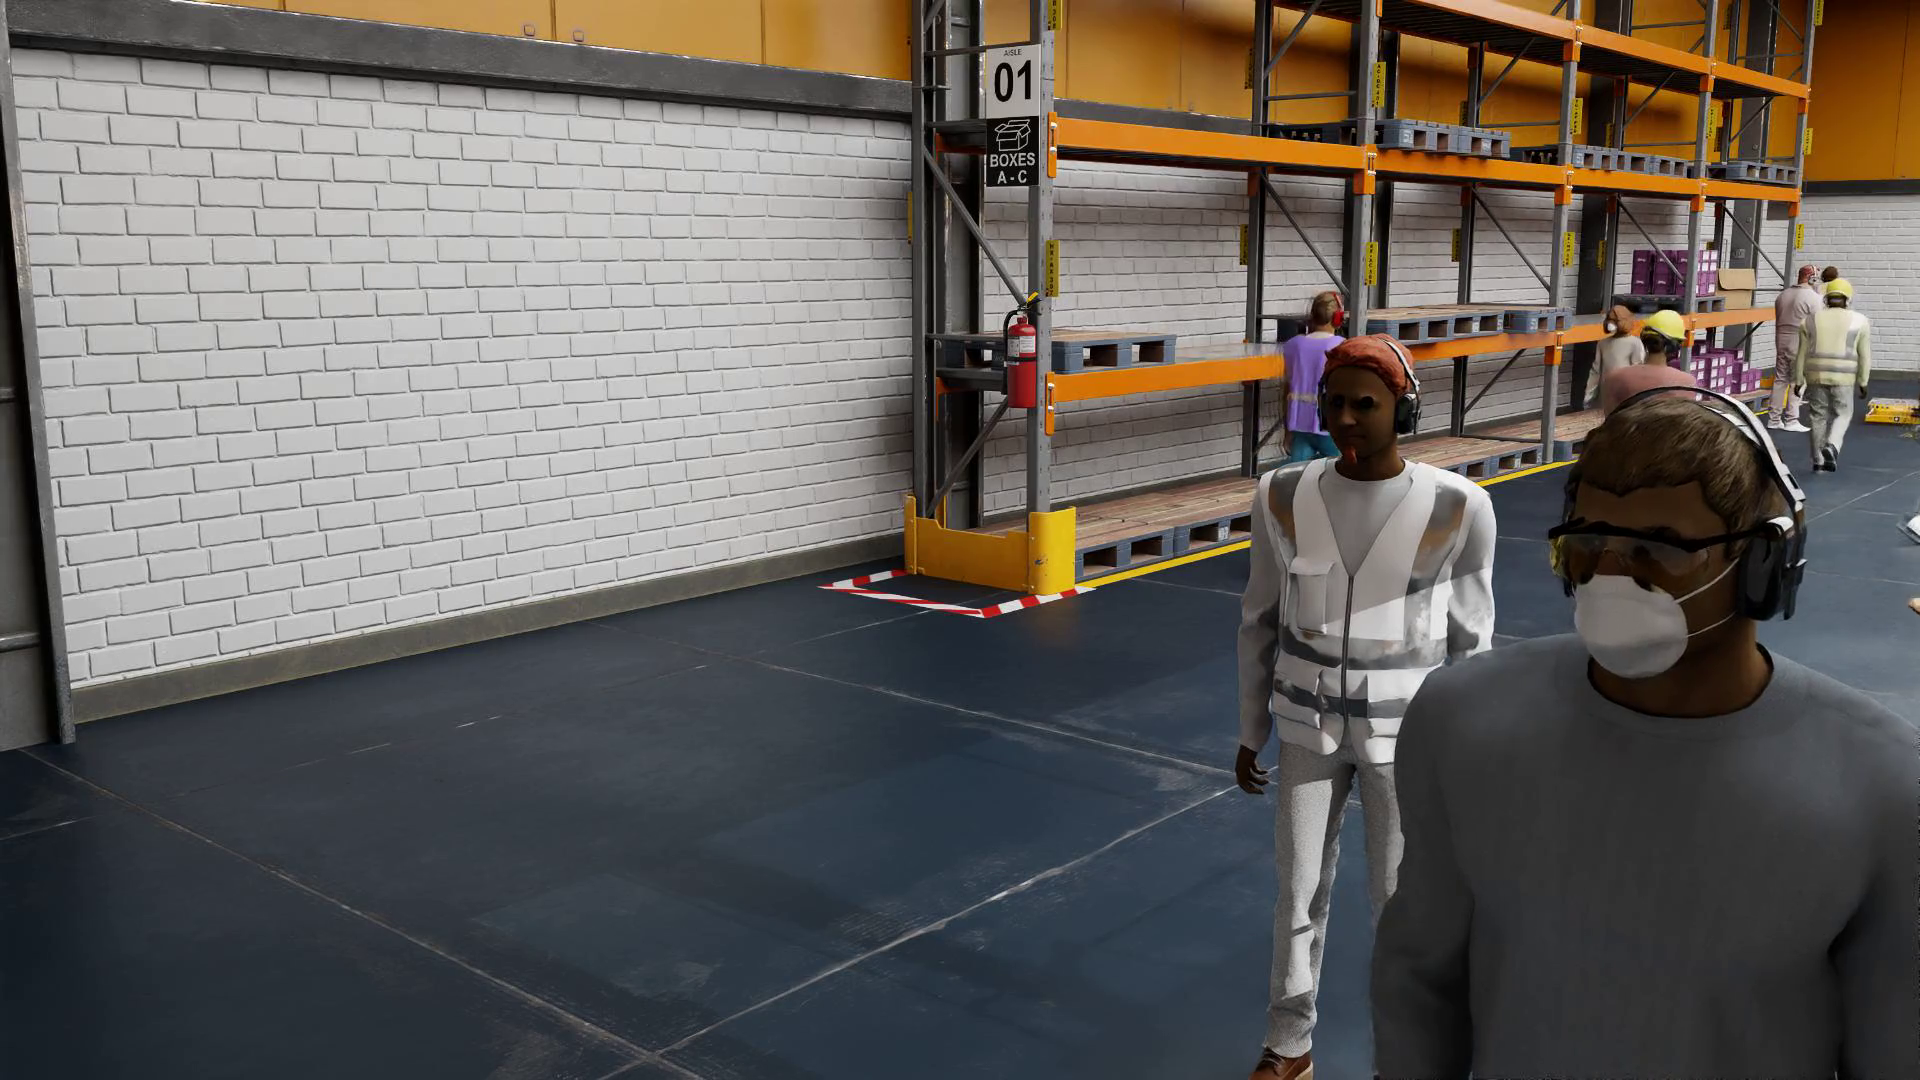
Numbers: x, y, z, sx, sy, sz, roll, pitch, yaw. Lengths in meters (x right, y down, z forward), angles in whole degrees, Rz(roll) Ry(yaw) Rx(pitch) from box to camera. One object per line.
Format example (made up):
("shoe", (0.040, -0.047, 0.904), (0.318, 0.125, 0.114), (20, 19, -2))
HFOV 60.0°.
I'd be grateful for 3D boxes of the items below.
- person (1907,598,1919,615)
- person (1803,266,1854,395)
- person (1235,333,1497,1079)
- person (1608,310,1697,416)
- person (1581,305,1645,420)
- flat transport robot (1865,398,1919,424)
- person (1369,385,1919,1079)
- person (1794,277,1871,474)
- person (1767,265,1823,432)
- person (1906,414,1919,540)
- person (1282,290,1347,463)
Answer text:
("person", (5.624, -0.358, 8.802), (0.872, 1.798, 0.656), (1, 10, 8))
("person", (12.177, -2.938, 23.463), (0.711, 1.823, 0.450), (3, 10, 16))
("person", (0.926, 0.464, 3.883), (0.583, 1.882, 0.337), (5, 11, 27))
("person", (3.790, -0.407, 9.260), (0.676, 1.739, 0.524), (-7, 12, -36))
("person", (5.634, -1.227, 14.377), (0.867, 1.587, 0.511), (-4, 11, -21))
("flat transport robot", (11.305, -1.560, 20.001), (0.652, 0.197, 1.431), (6, 12, 31))
("person", (0.729, 0.801, 1.811), (0.629, 1.940, 0.376), (9, 13, 42))
("person", (7.937, -1.479, 15.163), (0.621, 1.811, 0.538), (7, 12, 34))
("person", (9.524, -2.170, 18.889), (0.396, 1.891, 0.637), (-3, 10, -16))
("person", (7.015, -0.872, 11.712), (0.983, 1.818, 0.525), (-5, 11, -27))
("person", (2.285, -0.697, 10.708), (0.576, 1.813, 0.924), (9, 13, 41))
